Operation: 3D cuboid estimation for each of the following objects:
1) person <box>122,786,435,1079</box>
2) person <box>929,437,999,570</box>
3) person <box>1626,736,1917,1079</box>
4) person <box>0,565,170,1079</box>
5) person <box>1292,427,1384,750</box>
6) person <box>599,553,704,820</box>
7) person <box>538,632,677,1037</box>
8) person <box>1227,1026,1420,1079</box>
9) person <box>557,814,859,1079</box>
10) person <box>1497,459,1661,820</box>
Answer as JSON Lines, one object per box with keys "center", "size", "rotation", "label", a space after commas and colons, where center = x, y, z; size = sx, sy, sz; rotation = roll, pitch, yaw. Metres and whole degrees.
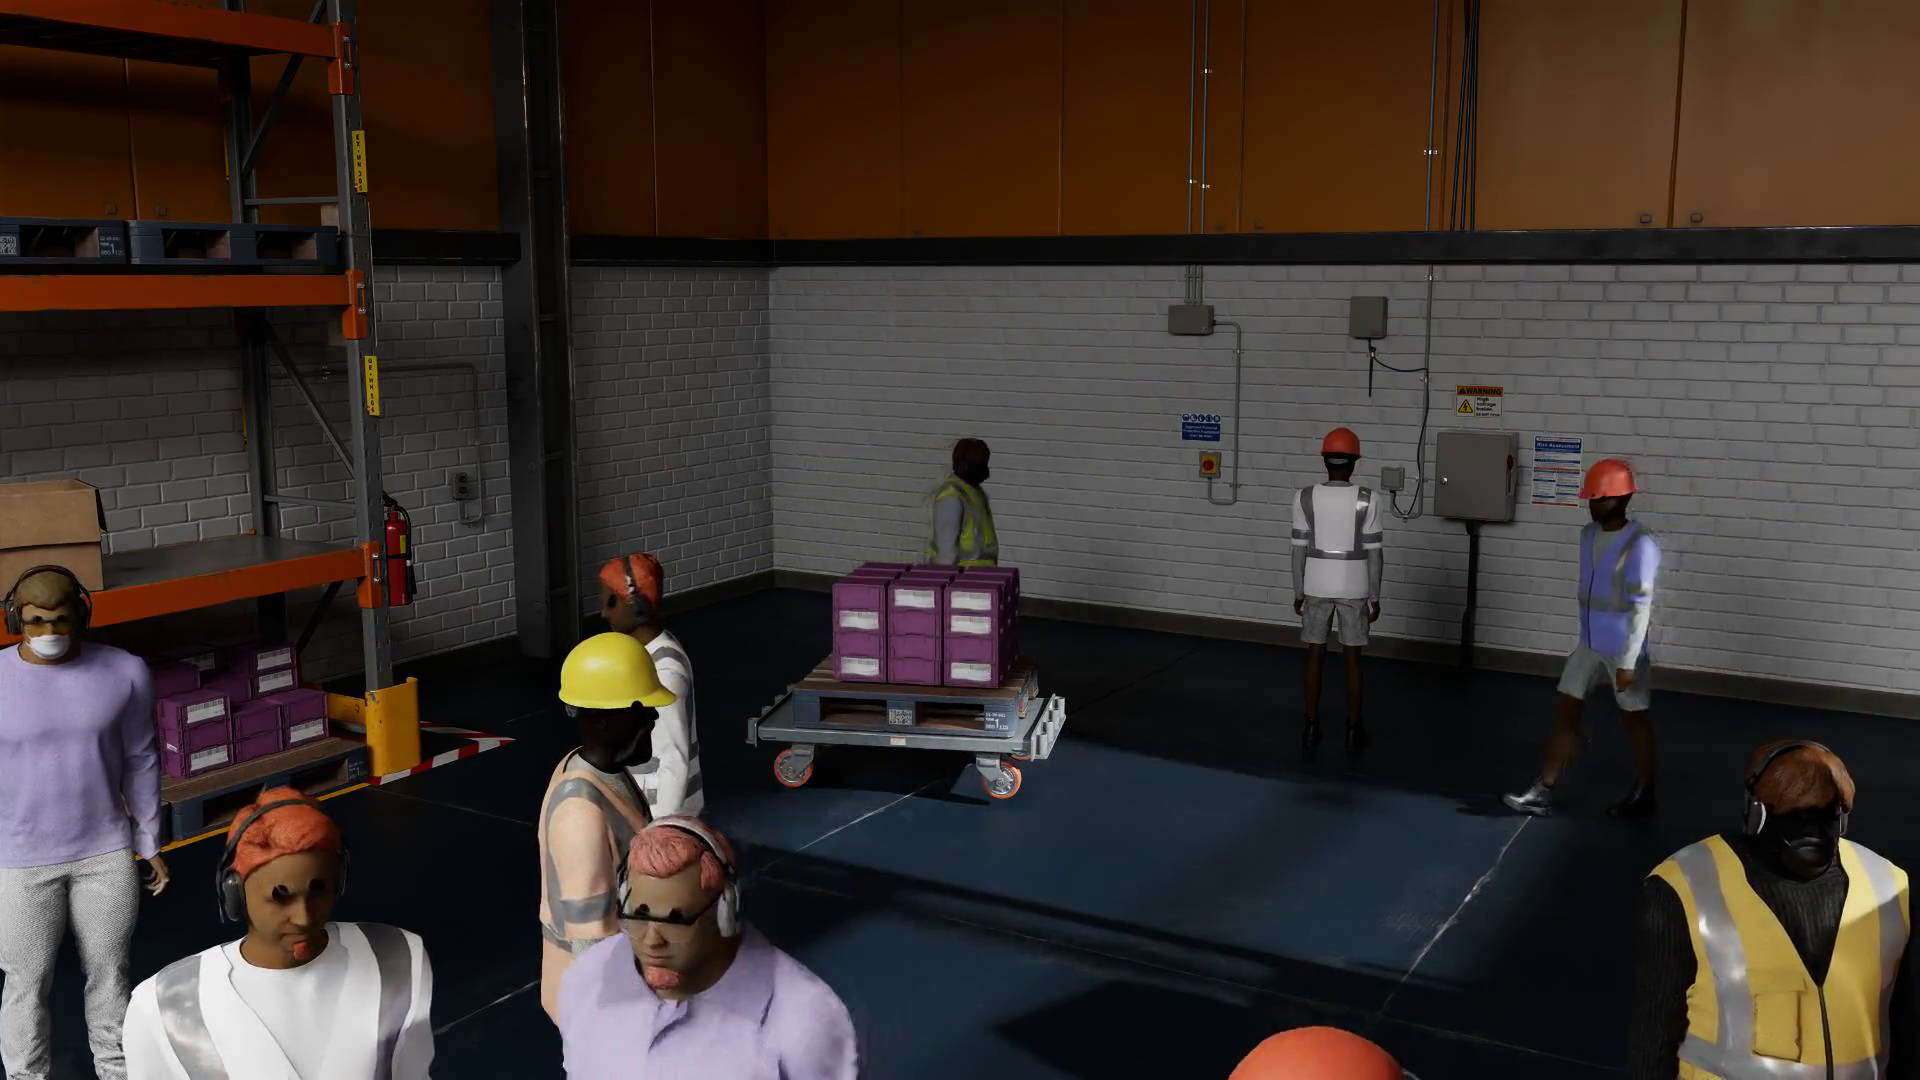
{"center": [-1.262, 1.395, 3.199], "size": [0.574, 1.885, 0.356], "rotation": [-7, 12, -38], "label": "person"}
{"center": [0.031, 0.256, 10.493], "size": [0.433, 1.823, 0.638], "rotation": [2, 9, 10], "label": "person"}
{"center": [1.819, 1.334, 3.744], "size": [0.621, 1.837, 0.429], "rotation": [0, 9, -1], "label": "person"}
{"center": [-2.879, 1.026, 5.353], "size": [0.627, 1.934, 0.371], "rotation": [-8, 12, -40], "label": "person"}
{"center": [2.254, 0.292, 9.945], "size": [0.542, 1.930, 0.366], "rotation": [4, 10, 21], "label": "person"}
{"center": [-1.085, 0.969, 5.855], "size": [0.355, 1.887, 0.572], "rotation": [-3, 10, -18], "label": "person"}
{"center": [-0.907, 1.187, 4.367], "size": [0.366, 1.927, 0.585], "rotation": [-2, 9, -10], "label": "person"}
{"center": [0.515, 1.529, 2.110], "size": [0.621, 1.962, 0.490], "rotation": [3, 10, 17], "label": "person"}
{"center": [-0.478, 1.401, 3.263], "size": [0.646, 1.864, 0.958], "rotation": [3, 10, 17], "label": "person"}
{"center": [3.249, 0.537, 8.519], "size": [0.945, 1.890, 0.576], "rotation": [-3, 10, -18], "label": "person"}
